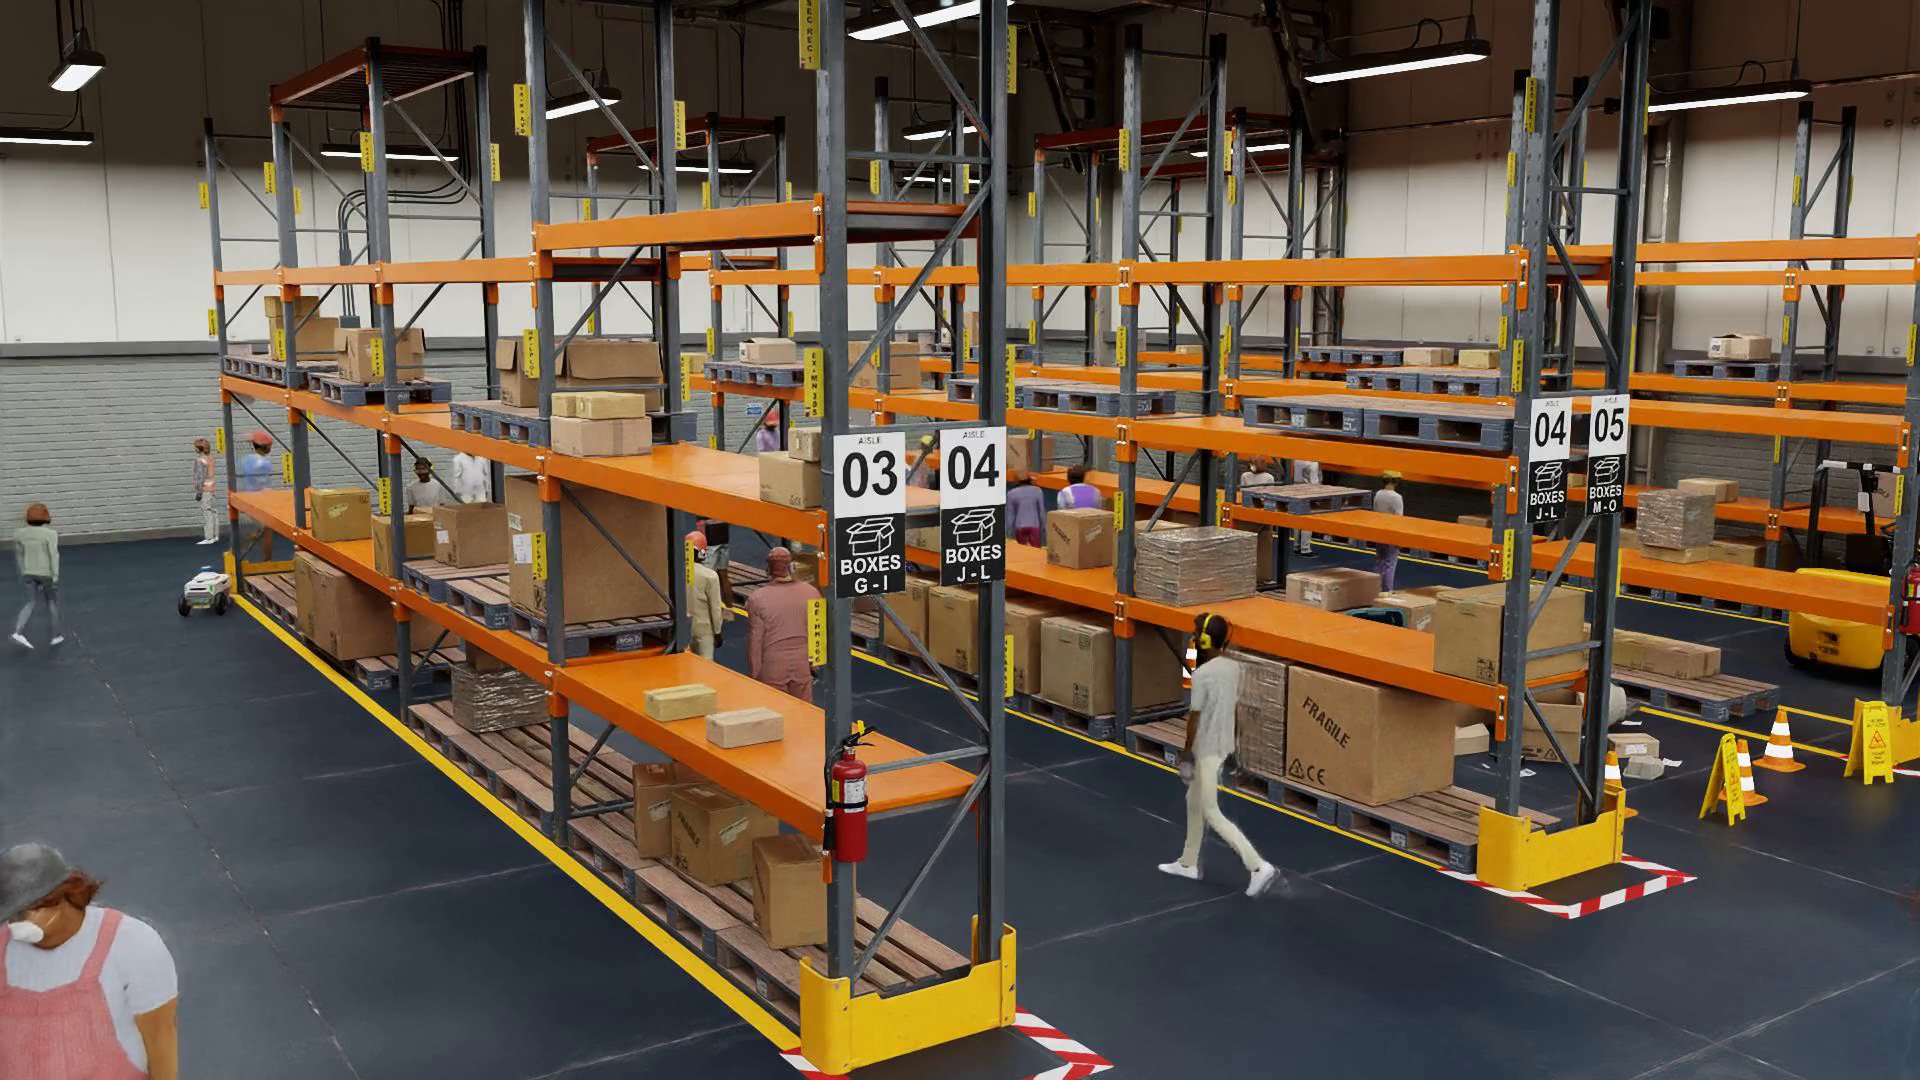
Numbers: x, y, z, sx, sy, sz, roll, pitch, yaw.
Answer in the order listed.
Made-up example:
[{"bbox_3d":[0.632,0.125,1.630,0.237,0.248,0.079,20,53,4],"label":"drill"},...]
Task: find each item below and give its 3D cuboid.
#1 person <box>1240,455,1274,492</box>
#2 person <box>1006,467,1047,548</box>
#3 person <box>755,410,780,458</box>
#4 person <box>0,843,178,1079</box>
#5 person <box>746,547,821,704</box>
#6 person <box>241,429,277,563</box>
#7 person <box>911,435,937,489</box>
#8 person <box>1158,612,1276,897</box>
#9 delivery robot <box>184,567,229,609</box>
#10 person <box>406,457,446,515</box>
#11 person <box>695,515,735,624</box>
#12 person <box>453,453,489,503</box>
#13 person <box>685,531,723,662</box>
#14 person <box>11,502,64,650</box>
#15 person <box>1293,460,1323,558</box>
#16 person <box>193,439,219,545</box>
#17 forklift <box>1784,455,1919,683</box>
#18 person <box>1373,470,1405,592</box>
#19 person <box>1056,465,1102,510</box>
[{"bbox_3d":[4.157,-0.401,23.381,0.498,1.633,0.278,4,10,27],"label":"person"},{"bbox_3d":[0.878,-0.151,21.756,0.565,1.608,0.454,-1,9,-8],"label":"person"},{"bbox_3d":[-3.080,-1.170,27.314,0.493,1.991,0.698,5,10,32],"label":"person"},{"bbox_3d":[-3.204,1.999,6.055,0.701,2.000,0.655,0,9,-3],"label":"person"},{"bbox_3d":[-1.406,1.002,13.146,0.643,1.905,0.399,-5,10,-31],"label":"person"},{"bbox_3d":[-9.619,-0.506,22.770,0.631,2.028,0.582,7,11,40],"label":"person"},{"bbox_3d":[-0.601,-0.727,25.235,0.550,1.725,0.562,-1,9,-9],"label":"person"},{"bbox_3d":[1.676,1.388,10.815,0.862,1.842,0.522,7,11,38],"label":"person"},{"bbox_3d":[-9.147,0.567,20.201,0.477,0.478,0.707,-1,9,-8],"label":"delivery robot"},{"bbox_3d":[-6.649,-0.121,20.788,0.499,1.861,0.326,-1,9,-4],"label":"person"},{"bbox_3d":[-2.907,0.004,19.378,0.432,2.031,0.608,4,9,26],"label":"person"},{"bbox_3d":[-7.442,-0.764,25.452,0.563,1.736,0.484,-6,10,-35],"label":"person"},{"bbox_3d":[-2.386,0.789,15.090,0.569,1.744,0.346,4,9,26],"label":"person"},{"bbox_3d":[-10.095,0.398,18.149,0.504,1.605,0.709,0,9,-1],"label":"person"},{"bbox_3d":[5.107,-0.644,24.388,0.405,1.824,0.586,-2,9,-16],"label":"person"},{"bbox_3d":[-11.639,-0.748,25.664,0.307,1.644,0.511,-1,9,-4],"label":"person"},{"bbox_3d":[9.643,0.253,17.172,2.313,2.155,1.214,-6,10,-33],"label":"forklift"},{"bbox_3d":[5.333,-0.040,20.610,0.335,1.751,0.627,-3,9,-21],"label":"person"},{"bbox_3d":[1.399,-0.017,20.269,0.638,1.801,0.917,-3,9,-21],"label":"person"}]
